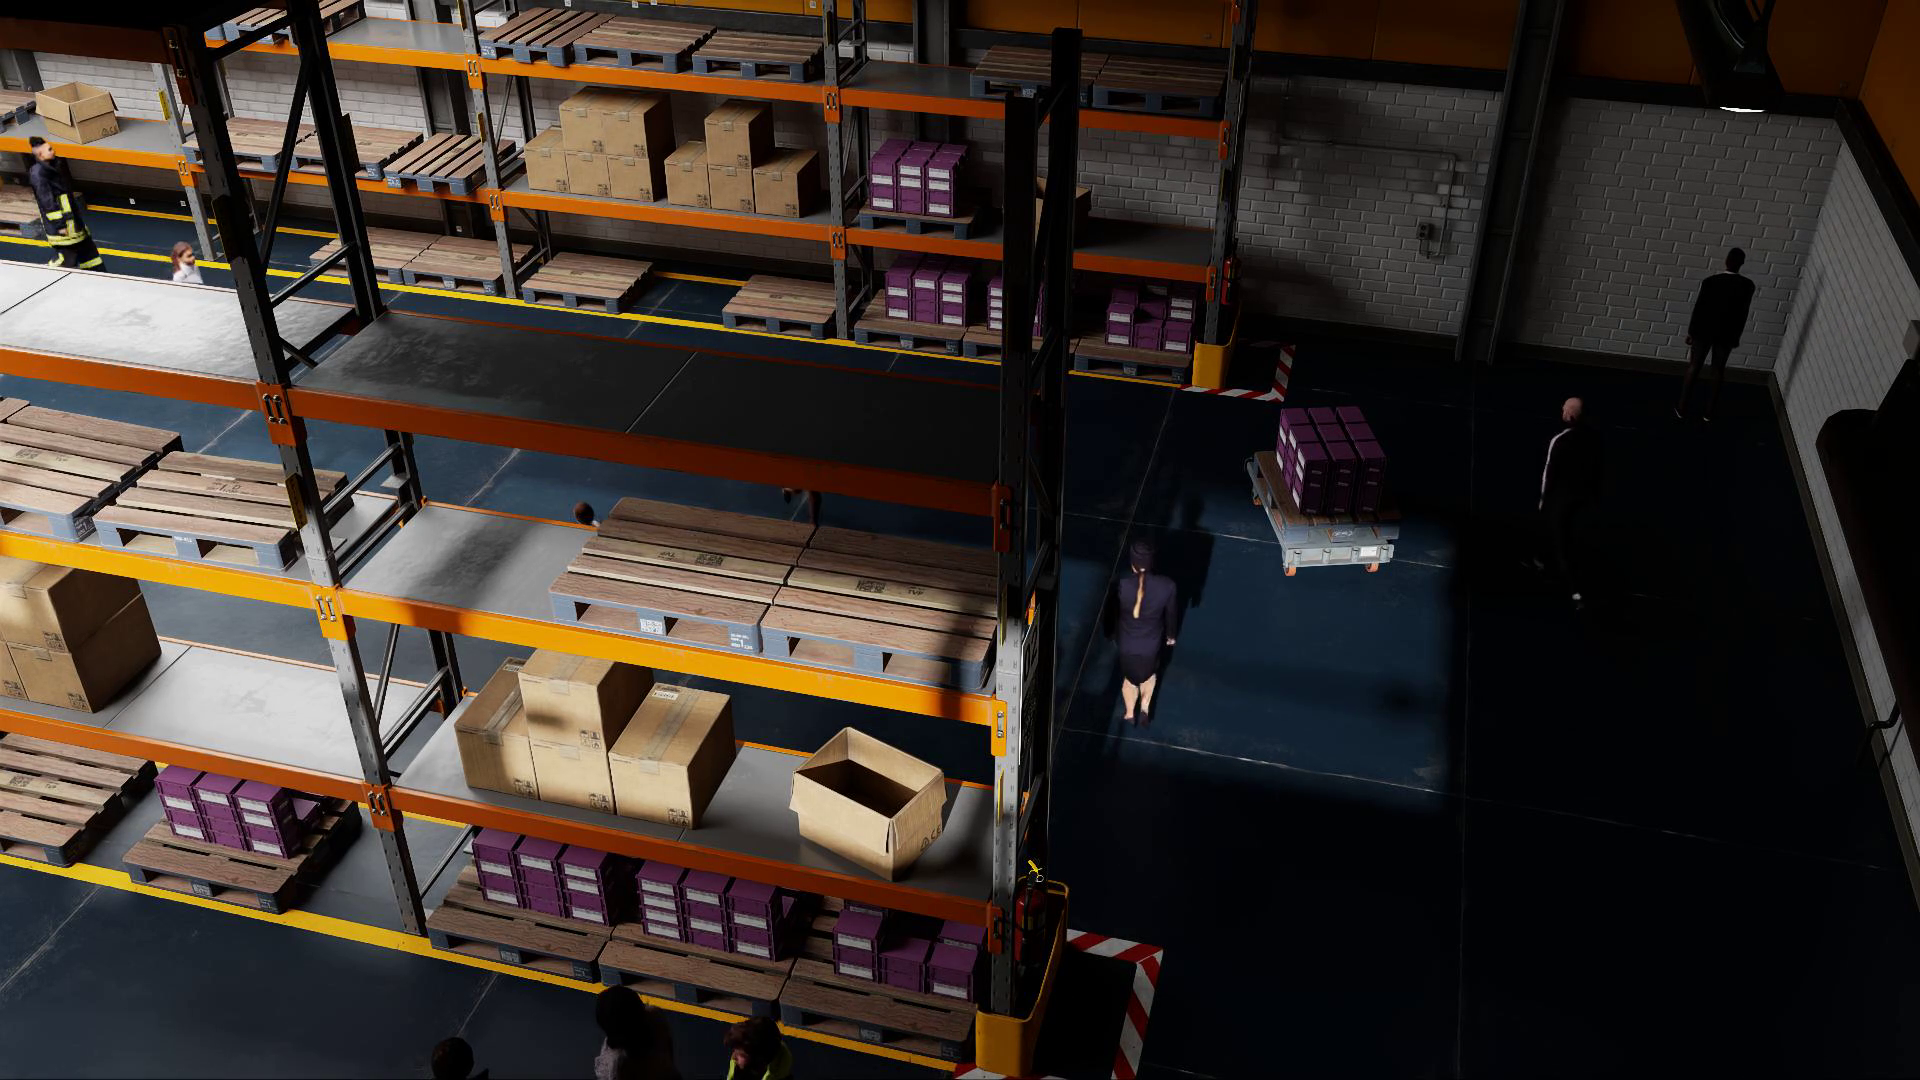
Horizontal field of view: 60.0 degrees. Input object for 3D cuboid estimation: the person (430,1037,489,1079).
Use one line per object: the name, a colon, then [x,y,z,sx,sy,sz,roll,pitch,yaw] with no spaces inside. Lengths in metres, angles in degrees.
person: [-2.535,3.205,8.601,0.592,1.659,0.658,25,41,33]

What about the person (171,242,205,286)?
person: [-7.896,-2.319,17.035,1.012,1.521,0.582,12,35,17]

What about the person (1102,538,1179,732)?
person: [1.329,0.778,12.246,0.731,1.666,0.859,0,34,1]

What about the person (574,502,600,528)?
person: [-3.040,0.156,13.780,0.739,1.003,0.600,26,41,33]

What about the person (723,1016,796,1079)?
person: [-0.848,3.091,8.527,1.317,1.930,1.209,-14,36,-20]

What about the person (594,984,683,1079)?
person: [-1.627,3.010,8.950,0.747,1.596,0.645,9,35,14]

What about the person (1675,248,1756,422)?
person: [7.427,-2.016,16.330,0.462,1.798,0.705,8,34,12]

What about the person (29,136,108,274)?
person: [-10.169,-3.618,18.701,1.099,1.841,0.939,-3,34,-5]

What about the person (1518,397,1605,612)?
person: [5.067,-0.263,13.703,1.265,1.787,1.237,-12,36,-18]
